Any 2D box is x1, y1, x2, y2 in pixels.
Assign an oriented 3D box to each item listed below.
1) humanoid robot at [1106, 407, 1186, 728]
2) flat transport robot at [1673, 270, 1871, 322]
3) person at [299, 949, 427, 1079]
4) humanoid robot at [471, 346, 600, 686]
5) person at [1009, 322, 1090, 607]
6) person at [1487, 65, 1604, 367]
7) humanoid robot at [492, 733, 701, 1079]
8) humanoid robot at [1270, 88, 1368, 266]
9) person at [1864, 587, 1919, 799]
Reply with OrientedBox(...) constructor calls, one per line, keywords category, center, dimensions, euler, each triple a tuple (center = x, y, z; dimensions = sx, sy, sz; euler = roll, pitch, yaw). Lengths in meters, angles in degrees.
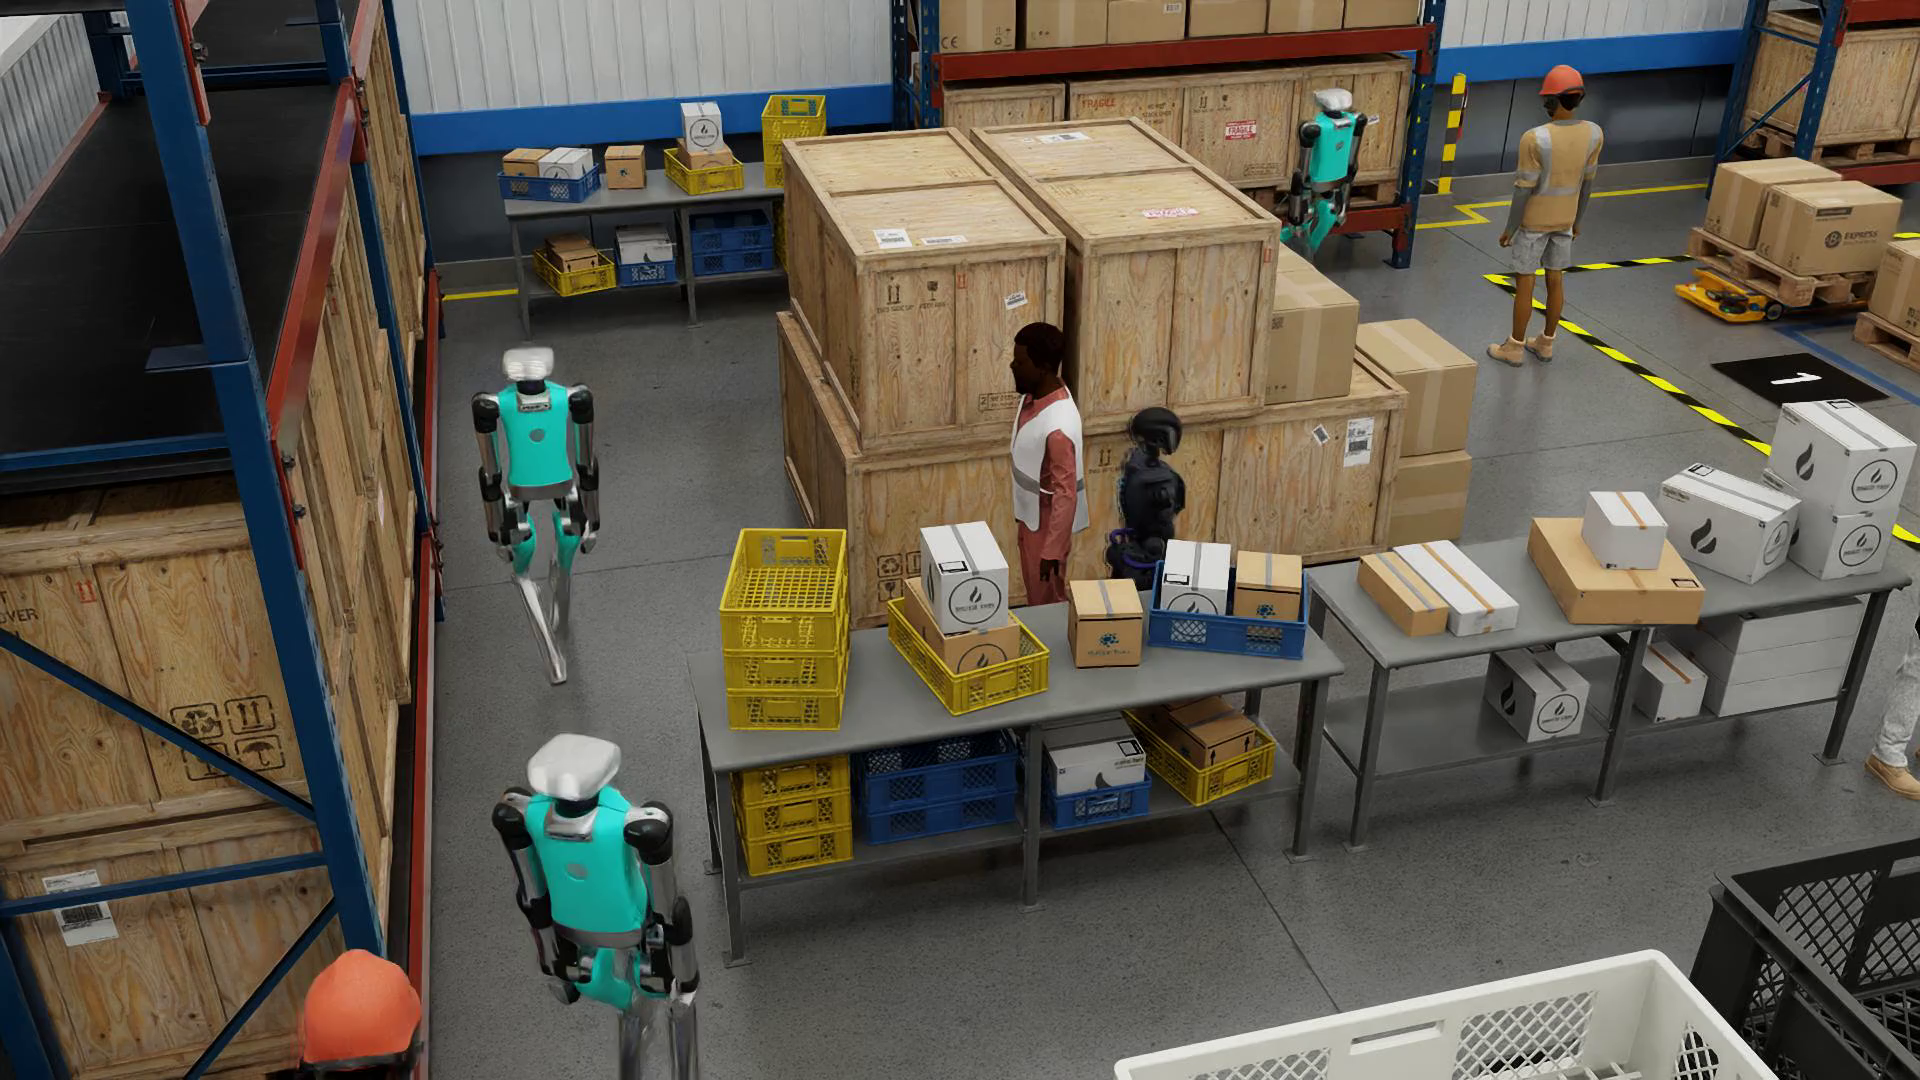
OrientedBox(category="humanoid robot", center=(0.840, 0.157, 7.373), dimensions=(0.347, 1.653, 0.595), euler=(-7, 30, -13))
OrientedBox(category="flat transport robot", center=(6.218, -1.907, 12.549), dimensions=(1.431, 0.197, 0.652), euler=(-7, 30, -13))
OrientedBox(category="person", center=(-1.326, 1.805, 4.055), dimensions=(0.620, 1.997, 0.944), euler=(-4, 29, -7))
OrientedBox(category="humanoid robot", center=(-1.992, -0.140, 7.937), dimensions=(0.546, 1.861, 0.836), euler=(-9, 30, -15))
OrientedBox(category="person", center=(0.385, -0.086, 7.562), dimensions=(0.376, 1.917, 0.597), euler=(-4, 29, -8))
OrientedBox(category="person", center=(3.930, -2.163, 11.211), dimensions=(0.604, 2.039, 0.383), euler=(-9, 30, -15))
OrientedBox(category="humanoid robot", center=(-1.034, 1.259, 5.297), dimensions=(0.536, 1.782, 0.703), euler=(5, 29, 9))
OrientedBox(category="humanoid robot", center=(2.474, -2.372, 11.977), dimensions=(0.567, 1.842, 0.764), euler=(-14, 32, -23))
OrientedBox(category="person", center=(4.298, 0.258, 7.030), dimensions=(0.622, 1.837, 0.429), euler=(-10, 30, -18))
